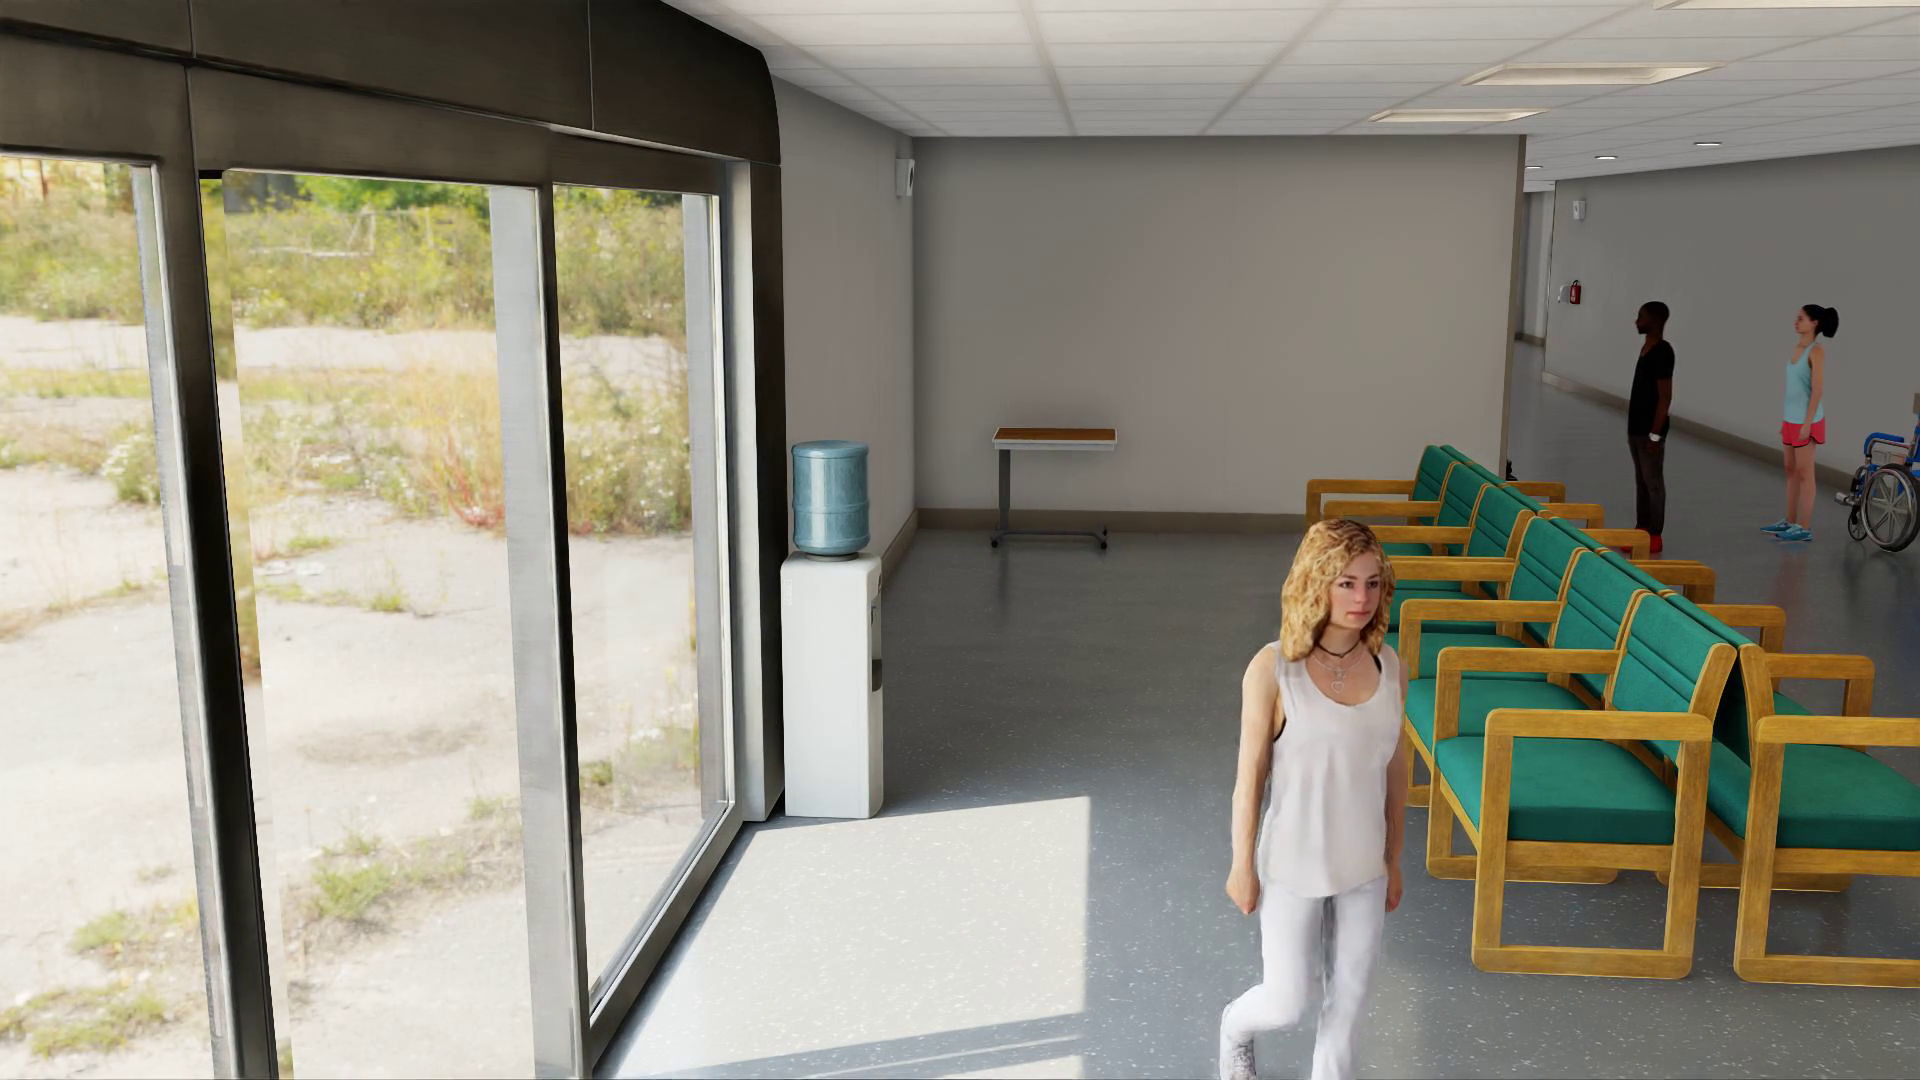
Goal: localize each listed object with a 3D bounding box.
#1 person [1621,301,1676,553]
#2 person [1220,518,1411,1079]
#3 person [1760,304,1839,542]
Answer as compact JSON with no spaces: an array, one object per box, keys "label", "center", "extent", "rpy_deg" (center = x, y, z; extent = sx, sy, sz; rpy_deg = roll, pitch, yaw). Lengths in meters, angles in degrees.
[{"label":"person","center":[5.001,-0.822,12.050],"extent":[0.520,1.805,0.629],"rpy_deg":[1,11,7]},{"label":"person","center":[0.865,0.757,4.120],"extent":[0.862,1.659,0.814],"rpy_deg":[-3,11,-14]},{"label":"person","center":[6.313,-0.883,12.480],"extent":[0.560,1.764,0.570],"rpy_deg":[1,11,7]}]
